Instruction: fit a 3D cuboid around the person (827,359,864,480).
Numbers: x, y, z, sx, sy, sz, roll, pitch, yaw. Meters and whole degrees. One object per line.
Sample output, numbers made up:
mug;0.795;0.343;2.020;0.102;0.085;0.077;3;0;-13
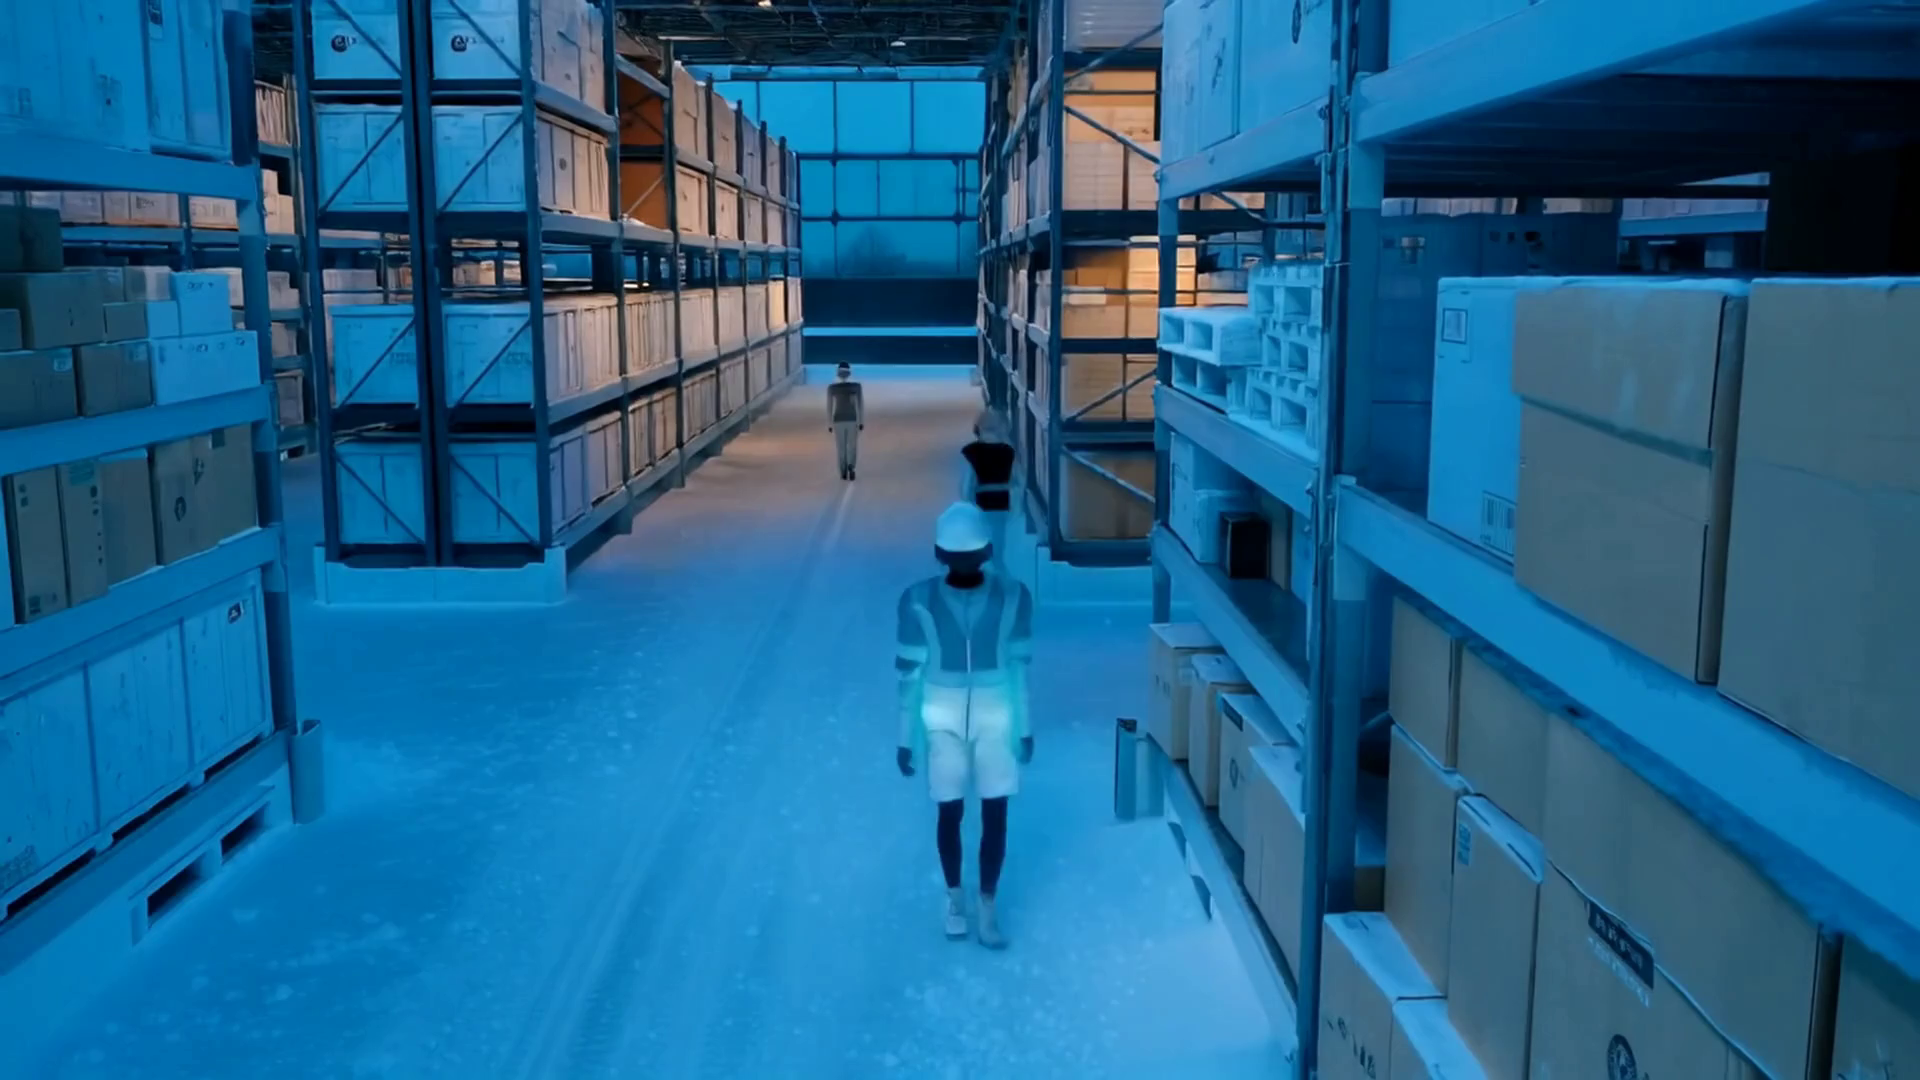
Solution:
person;-1.639;-1.698;23.718;0.531;1.745;0.682;0;9;3

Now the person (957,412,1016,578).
person;0.221;-0.217;14.531;0.651;1.795;0.833;-6;11;-31

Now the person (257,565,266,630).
person;-4.563;0.482;10.156;0.722;1.818;0.634;2;9;11

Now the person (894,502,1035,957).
person;0.026;0.839;7.335;0.630;2.017;0.698;0;9;-3
